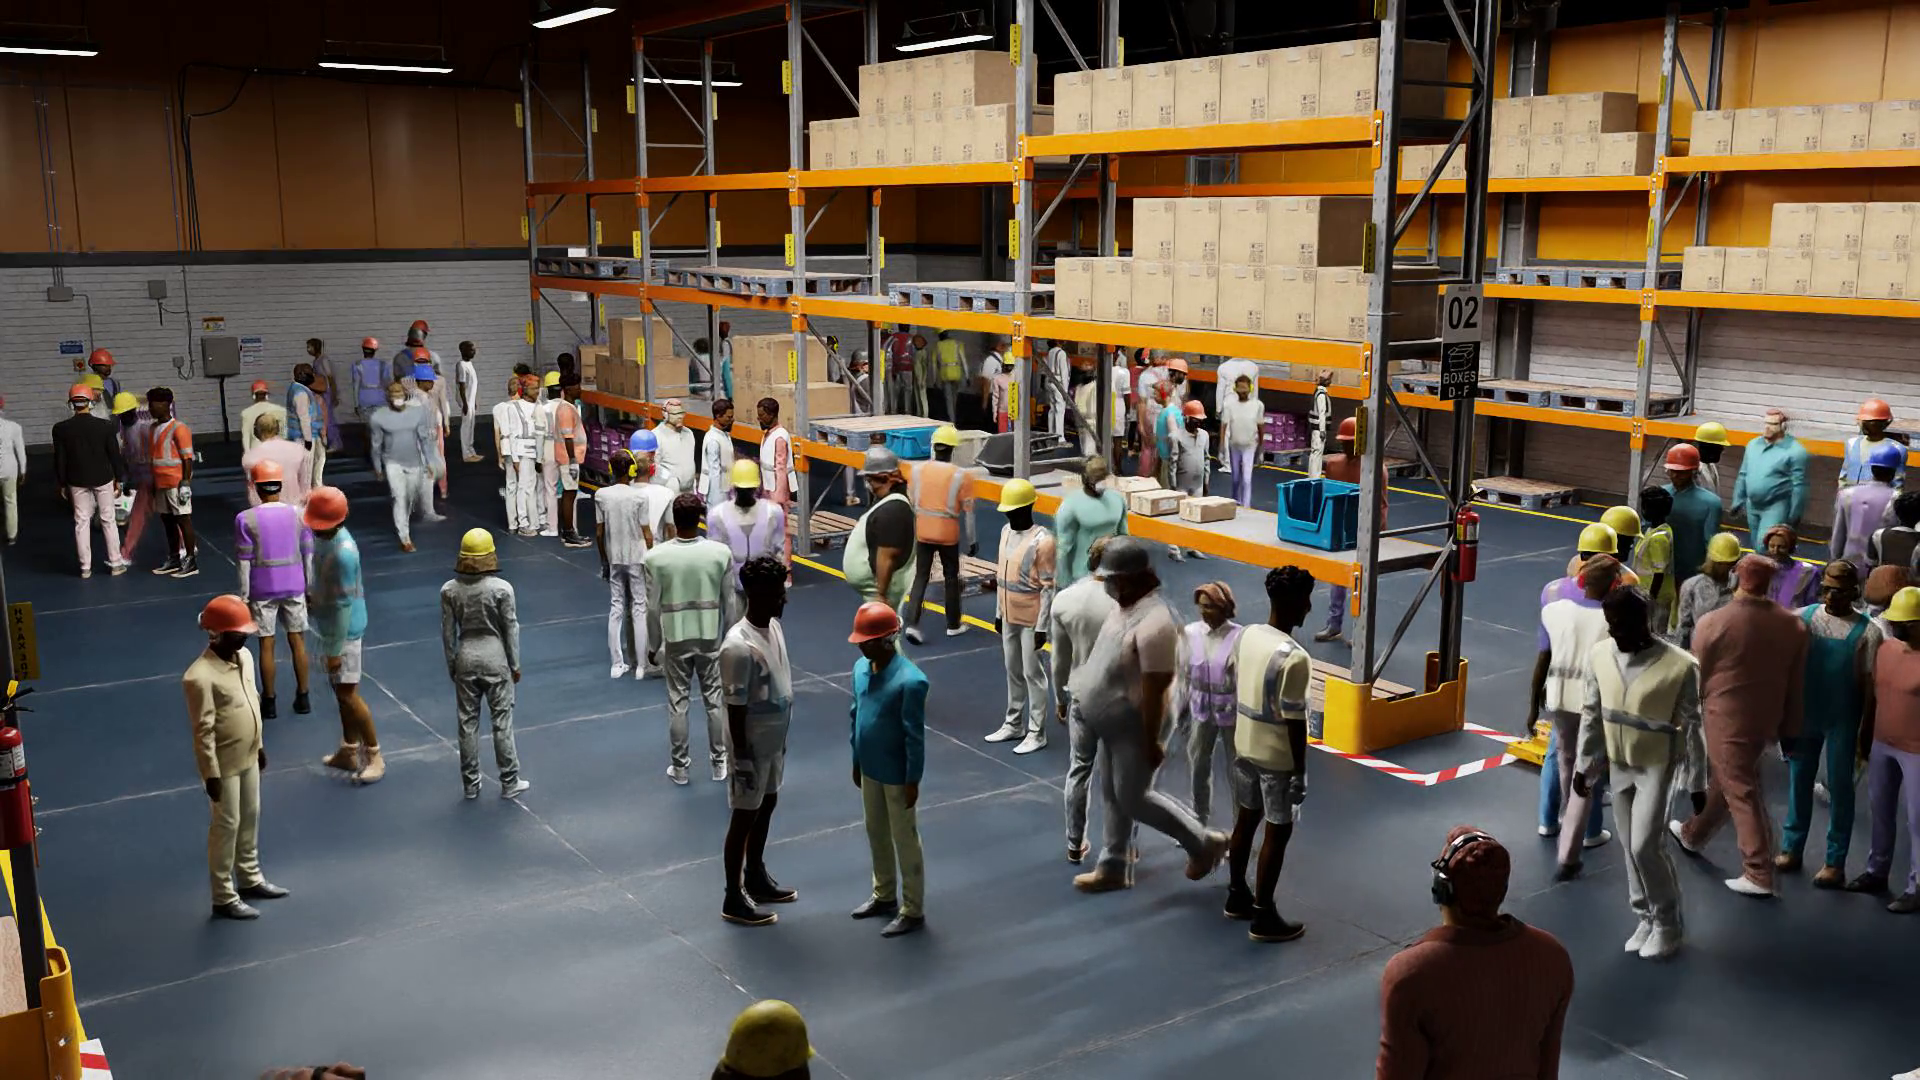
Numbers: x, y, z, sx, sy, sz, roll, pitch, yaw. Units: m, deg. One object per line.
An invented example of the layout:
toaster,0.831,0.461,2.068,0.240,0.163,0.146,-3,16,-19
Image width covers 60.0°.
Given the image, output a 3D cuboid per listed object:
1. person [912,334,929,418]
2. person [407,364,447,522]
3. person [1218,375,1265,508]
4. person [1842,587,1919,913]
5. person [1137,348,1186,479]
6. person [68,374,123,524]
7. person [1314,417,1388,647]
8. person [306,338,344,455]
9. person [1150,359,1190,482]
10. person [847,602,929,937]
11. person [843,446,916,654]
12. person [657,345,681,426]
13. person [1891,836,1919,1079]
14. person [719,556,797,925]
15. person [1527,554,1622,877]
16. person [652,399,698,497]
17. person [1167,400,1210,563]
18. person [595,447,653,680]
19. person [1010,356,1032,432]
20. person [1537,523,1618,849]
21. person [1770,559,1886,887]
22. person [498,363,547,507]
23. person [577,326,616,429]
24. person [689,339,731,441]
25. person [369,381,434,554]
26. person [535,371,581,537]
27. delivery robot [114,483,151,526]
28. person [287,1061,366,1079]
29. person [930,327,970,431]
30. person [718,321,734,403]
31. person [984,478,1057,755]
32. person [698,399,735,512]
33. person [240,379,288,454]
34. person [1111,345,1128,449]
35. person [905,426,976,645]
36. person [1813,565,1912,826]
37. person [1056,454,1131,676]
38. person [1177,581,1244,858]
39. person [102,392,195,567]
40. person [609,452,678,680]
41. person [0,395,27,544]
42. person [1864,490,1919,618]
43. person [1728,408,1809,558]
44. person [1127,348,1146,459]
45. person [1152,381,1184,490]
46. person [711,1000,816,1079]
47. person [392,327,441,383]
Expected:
person,-0.714,-2.790,29.175,0.279,1.633,0.499,-5,12,-25
person,-6.513,-1.167,20.104,0.548,1.929,0.628,0,11,0
person,3.367,-1.068,19.904,0.520,1.830,0.943,4,12,18
person,5.036,1.110,8.903,0.340,1.760,0.526,-3,12,-16
person,2.710,-1.679,22.445,0.704,2.000,0.970,-2,11,-10
person,-10.488,-1.104,20.102,0.514,1.804,0.607,1,11,7
person,3.362,-0.068,14.319,0.396,1.992,0.623,-11,15,-44
person,-9.851,-2.224,25.809,0.504,1.815,0.528,-8,14,-36
person,2.715,-1.337,21.105,0.829,1.884,0.611,4,12,18
person,-0.402,1.170,8.647,0.354,1.737,0.573,-9,14,-40
person,-0.597,0.300,12.317,0.540,2.000,0.685,0,11,0
person,-4.929,-2.649,27.950,0.505,1.839,0.337,0,11,0
person,4.165,1.447,6.835,0.401,1.893,0.655,-2,11,-8
person,-1.058,1.042,8.750,0.367,1.958,0.610,3,11,15
person,3.628,0.961,9.554,0.595,1.790,0.990,9,14,37
person,-2.823,-0.456,16.532,0.403,1.906,0.651,7,13,32
person,2.471,-0.632,17.848,0.568,1.744,0.349,-7,13,-31
person,-2.654,0.189,13.320,0.512,1.873,0.328,3,12,17
person,0.909,-2.598,27.459,0.593,1.920,0.392,5,12,26
person,3.706,0.849,9.839,0.592,1.918,0.394,11,15,43
person,4.820,1.001,9.258,0.348,1.839,0.504,-8,14,-37
person,-5.603,-1.349,21.318,0.491,1.813,0.962,-10,15,-42
person,-6.365,-2.859,28.929,0.990,1.885,0.635,10,15,41
person,-3.920,-2.230,25.891,0.691,1.801,0.431,-3,11,-13
person,-6.256,-0.844,18.570,0.628,1.901,0.965,-8,13,-34
person,-4.658,-0.992,19.269,0.398,1.911,0.593,10,15,42
delivery robot,-9.863,-0.433,19.642,0.477,0.478,0.707,-1,11,-4
person,-1.606,2.090,4.297,0.855,1.599,0.519,-1,11,-6
person,-0.191,-2.809,28.678,0.613,1.868,0.948,-3,11,-14
person,-4.040,-2.836,28.770,0.337,1.882,0.583,0,11,0
person,0.424,0.518,11.510,0.373,1.920,0.585,-7,13,-34
person,-2.396,-0.455,16.533,0.398,1.909,0.600,0,11,-1
person,-8.484,-1.107,20.344,0.548,1.715,0.858,-6,13,-28
person,2.508,-2.358,26.453,0.345,1.839,0.509,-5,12,-22
person,-0.189,-0.032,14.419,0.615,1.891,0.837,3,12,17
person,5.684,0.952,10.161,0.524,1.576,0.910,-7,13,-31
person,0.990,0.269,12.806,0.635,1.916,0.784,-8,14,-36
person,1.495,1.032,9.636,0.521,1.630,0.325,8,14,37
person,-8.640,-0.653,17.659,0.608,1.870,0.963,11,15,43
person,-2.560,0.201,13.456,0.575,1.806,0.643,1,11,5
person,-10.802,-0.793,18.688,0.582,1.733,0.474,-6,13,-28
person,6.966,0.471,12.344,0.321,1.693,0.533,-7,13,-33
person,7.621,-0.306,15.791,0.618,1.892,0.644,-5,12,-22
person,2.752,-2.080,25.380,0.316,1.695,0.542,-8,13,-34
person,2.418,-0.921,19.139,0.436,1.823,0.610,0,11,0
person,-0.507,2.019,4.324,0.489,1.730,0.324,6,12,27
person,-8.276,-2.245,25.344,0.698,2.000,0.536,-5,12,-22
